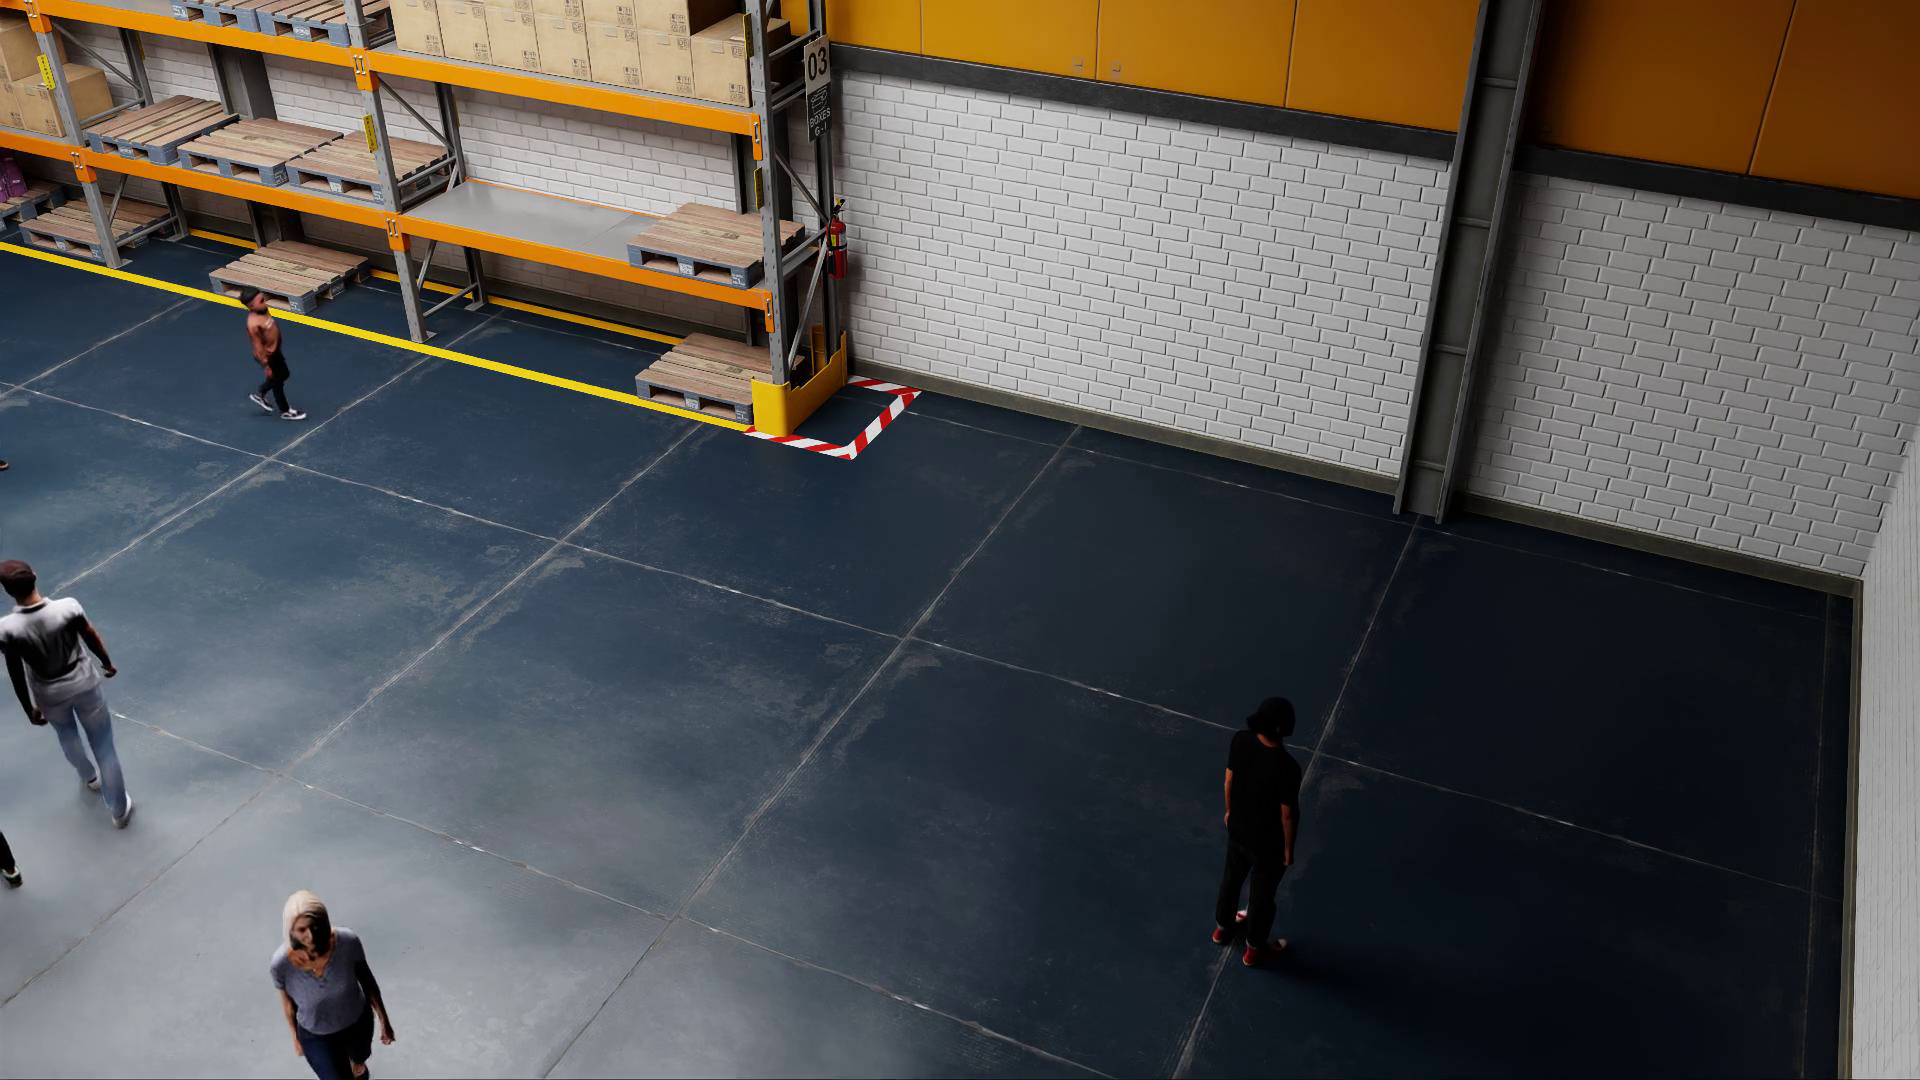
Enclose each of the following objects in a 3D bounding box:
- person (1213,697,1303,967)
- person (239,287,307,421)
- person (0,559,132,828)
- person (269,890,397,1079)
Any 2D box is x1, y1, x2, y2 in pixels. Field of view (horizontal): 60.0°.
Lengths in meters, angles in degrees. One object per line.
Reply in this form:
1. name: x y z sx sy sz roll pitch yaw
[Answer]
1. person: 1.623 1.575 9.049 0.760 1.755 0.622 -25 41 -32
2. person: -5.990 -1.589 14.269 0.787 1.245 0.672 1 34 1
3. person: -5.297 0.967 9.904 0.978 1.822 1.073 -15 37 -22
4. person: -3.029 2.286 8.042 0.994 1.686 1.184 -19 38 -26
